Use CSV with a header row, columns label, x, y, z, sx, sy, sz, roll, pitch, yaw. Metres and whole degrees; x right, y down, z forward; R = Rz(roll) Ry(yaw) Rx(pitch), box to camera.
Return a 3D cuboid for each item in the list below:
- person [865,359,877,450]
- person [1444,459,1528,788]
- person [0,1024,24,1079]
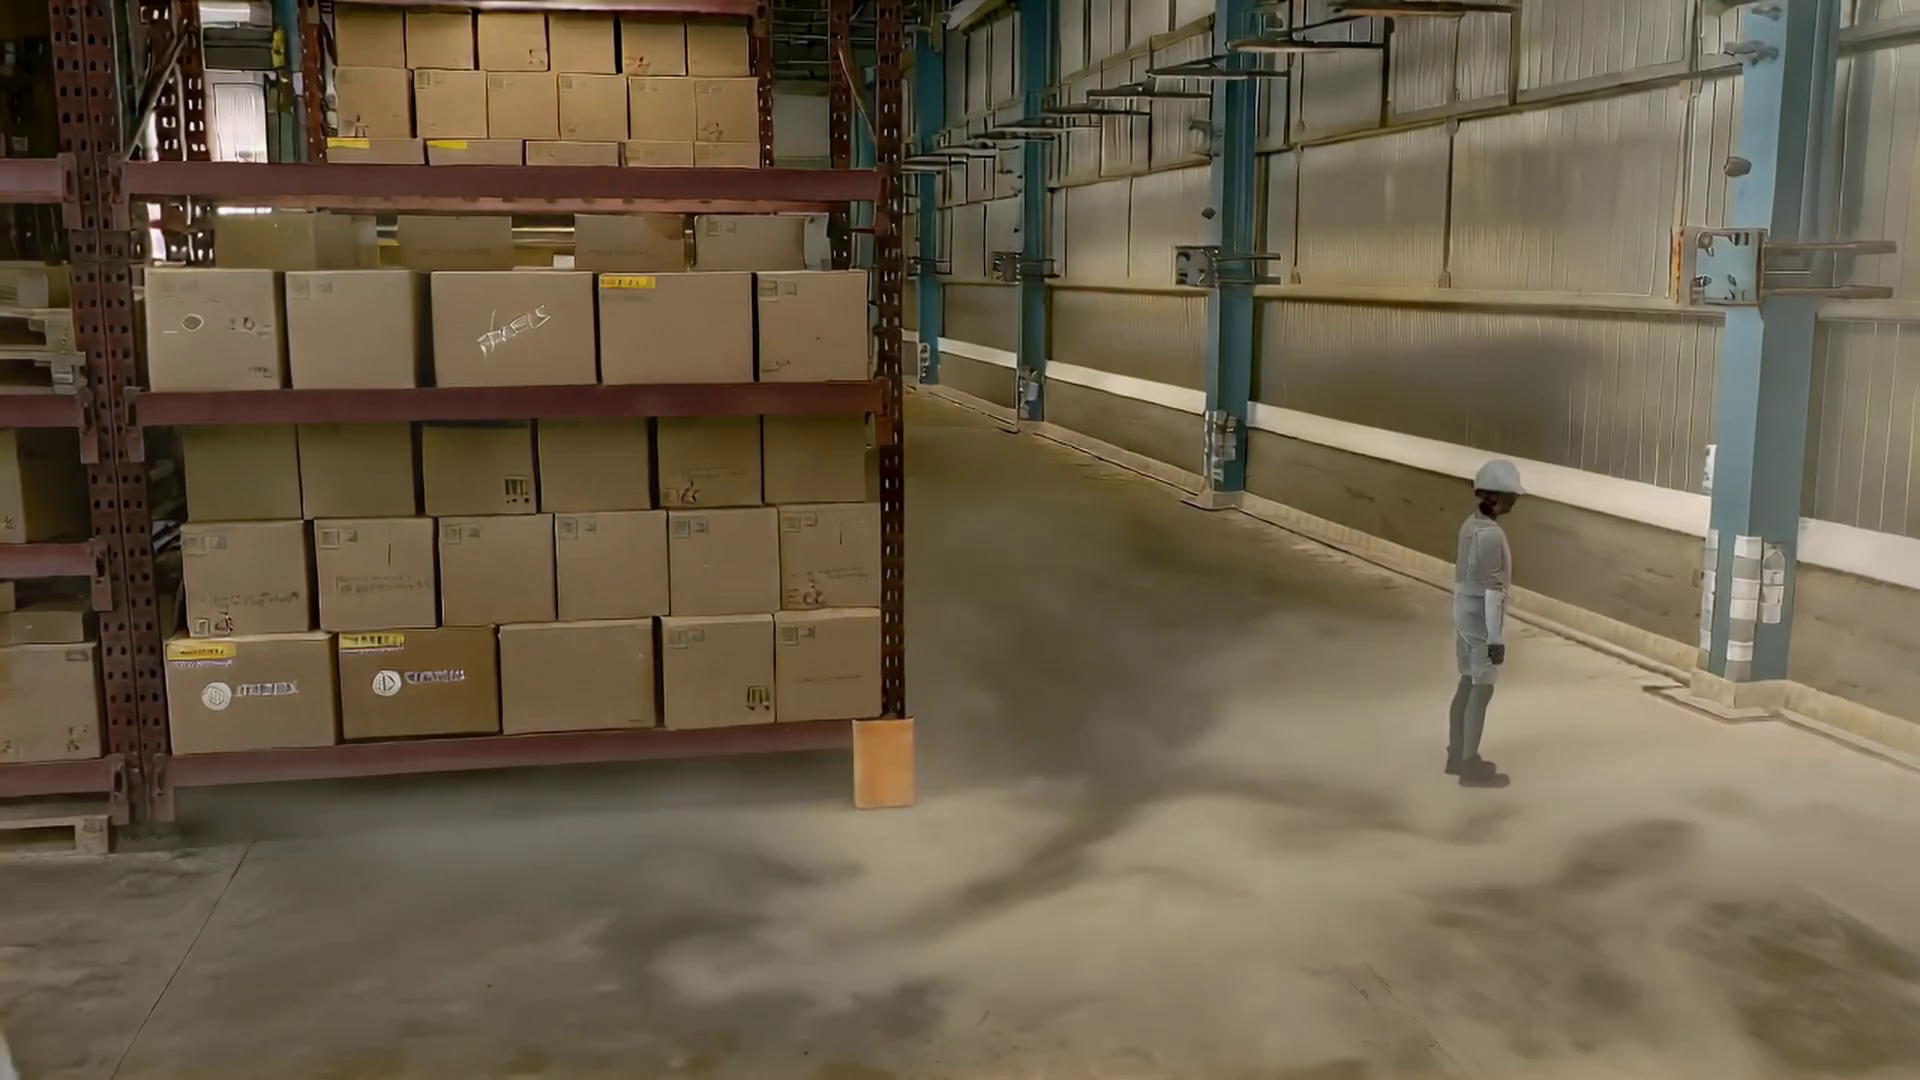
label,x,y,z,sx,sy,sz,roll,pitch,yaw
person,-1.669,-2.397,27.591,0.592,1.834,0.404,-3,10,-17
person,3.084,0.489,9.735,0.387,1.930,0.541,0,9,3
person,-2.463,1.510,4.124,0.599,1.710,0.843,5,10,26
